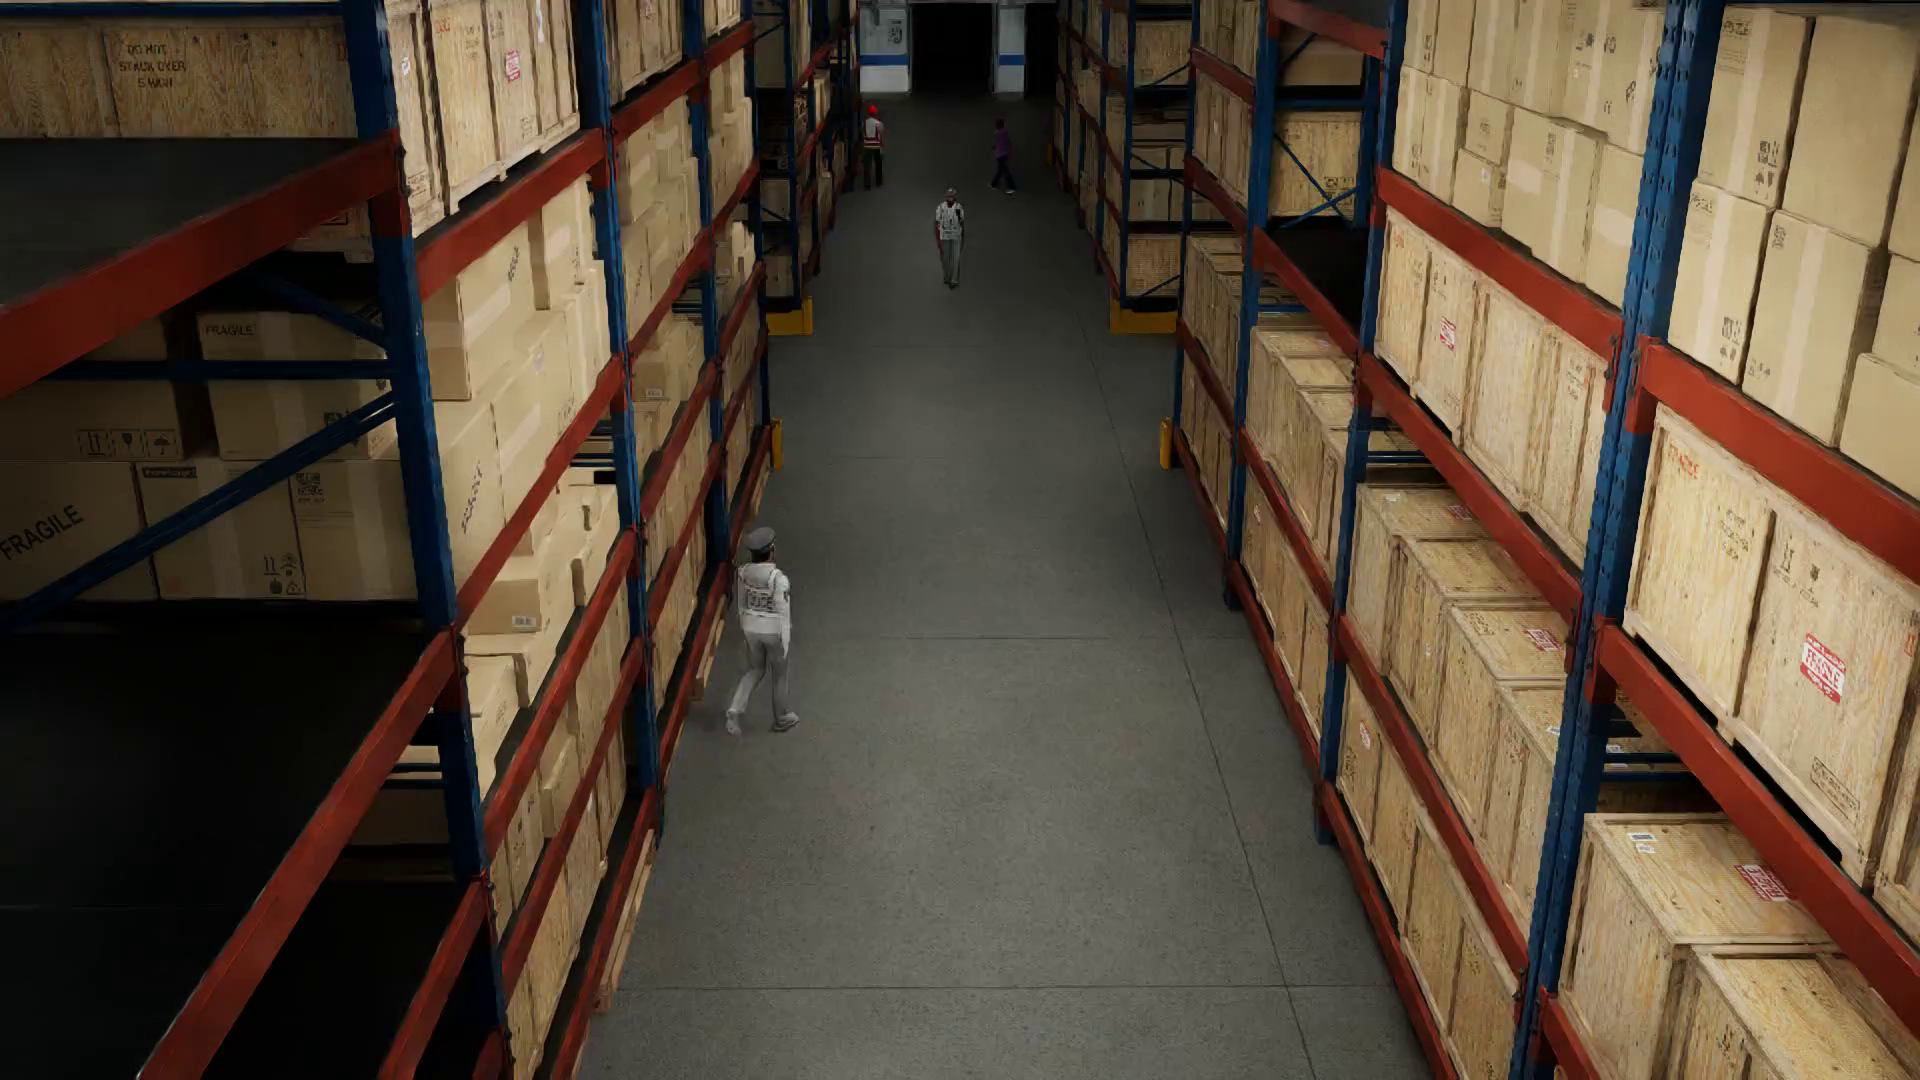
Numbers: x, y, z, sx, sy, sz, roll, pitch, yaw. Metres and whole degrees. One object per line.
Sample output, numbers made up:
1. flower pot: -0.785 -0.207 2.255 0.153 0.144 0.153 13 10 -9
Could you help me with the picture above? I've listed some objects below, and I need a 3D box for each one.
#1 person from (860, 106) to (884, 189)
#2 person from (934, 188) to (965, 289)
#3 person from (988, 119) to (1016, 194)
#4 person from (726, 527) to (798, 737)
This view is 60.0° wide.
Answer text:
1. person: -1.909 -8.543 36.163 0.540 1.752 1.085 2 22 5
2. person: -0.171 -4.934 27.172 0.495 1.622 0.888 1 22 2
3. person: 0.858 -8.245 35.663 0.445 1.544 0.940 -19 28 -39
4. person: -1.510 0.735 12.739 0.476 1.689 0.658 10 23 23
